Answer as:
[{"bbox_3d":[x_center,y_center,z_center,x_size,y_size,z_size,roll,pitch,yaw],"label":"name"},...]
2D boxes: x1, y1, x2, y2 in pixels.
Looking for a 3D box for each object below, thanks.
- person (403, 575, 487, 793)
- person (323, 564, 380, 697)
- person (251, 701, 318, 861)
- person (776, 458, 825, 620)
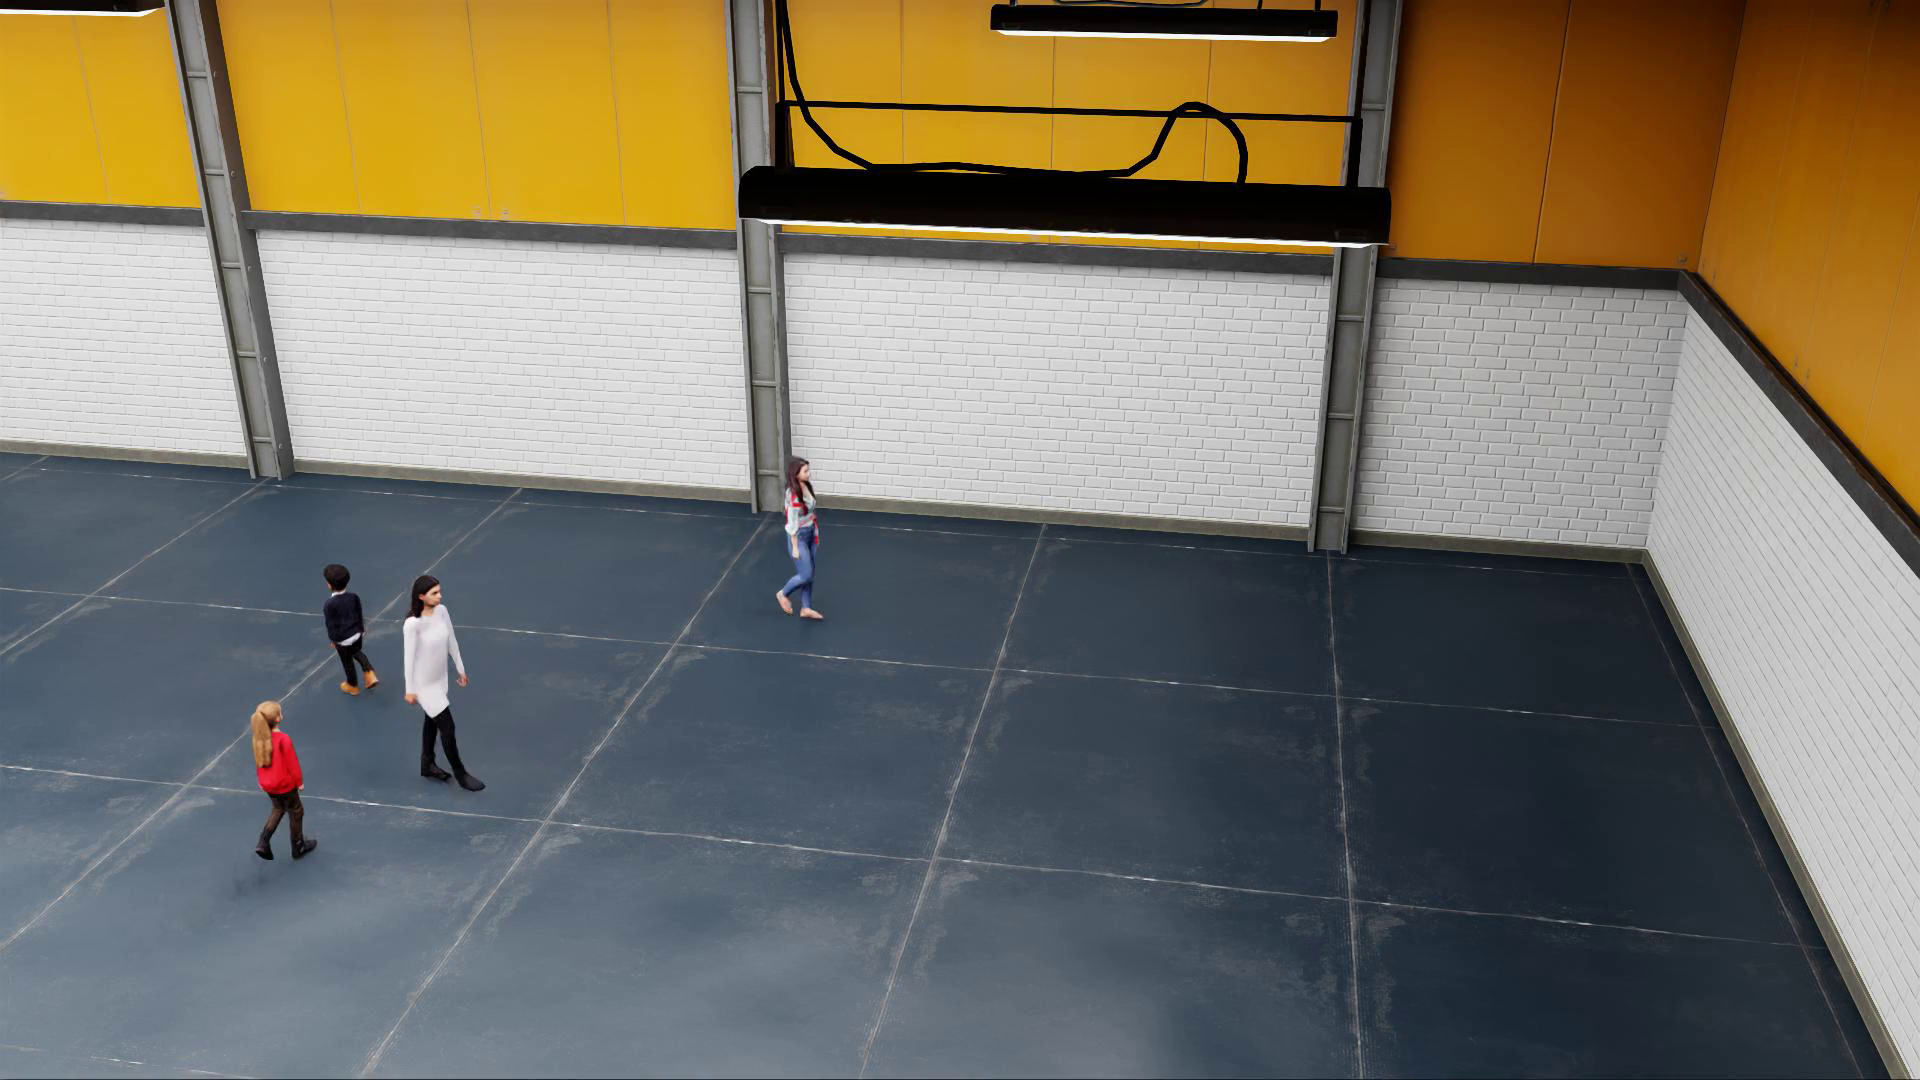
[{"bbox_3d":[-4.151,1.092,12.844,0.950,1.780,0.732,10,25,21],"label":"person"},{"bbox_3d":[-5.220,0.789,14.240,0.694,1.217,0.610,15,28,31],"label":"person"},{"bbox_3d":[-4.920,1.770,11.930,0.676,1.272,0.635,9,25,21],"label":"person"},{"bbox_3d":[-1.548,-0.011,15.584,0.754,1.607,0.684,10,25,21],"label":"person"}]
